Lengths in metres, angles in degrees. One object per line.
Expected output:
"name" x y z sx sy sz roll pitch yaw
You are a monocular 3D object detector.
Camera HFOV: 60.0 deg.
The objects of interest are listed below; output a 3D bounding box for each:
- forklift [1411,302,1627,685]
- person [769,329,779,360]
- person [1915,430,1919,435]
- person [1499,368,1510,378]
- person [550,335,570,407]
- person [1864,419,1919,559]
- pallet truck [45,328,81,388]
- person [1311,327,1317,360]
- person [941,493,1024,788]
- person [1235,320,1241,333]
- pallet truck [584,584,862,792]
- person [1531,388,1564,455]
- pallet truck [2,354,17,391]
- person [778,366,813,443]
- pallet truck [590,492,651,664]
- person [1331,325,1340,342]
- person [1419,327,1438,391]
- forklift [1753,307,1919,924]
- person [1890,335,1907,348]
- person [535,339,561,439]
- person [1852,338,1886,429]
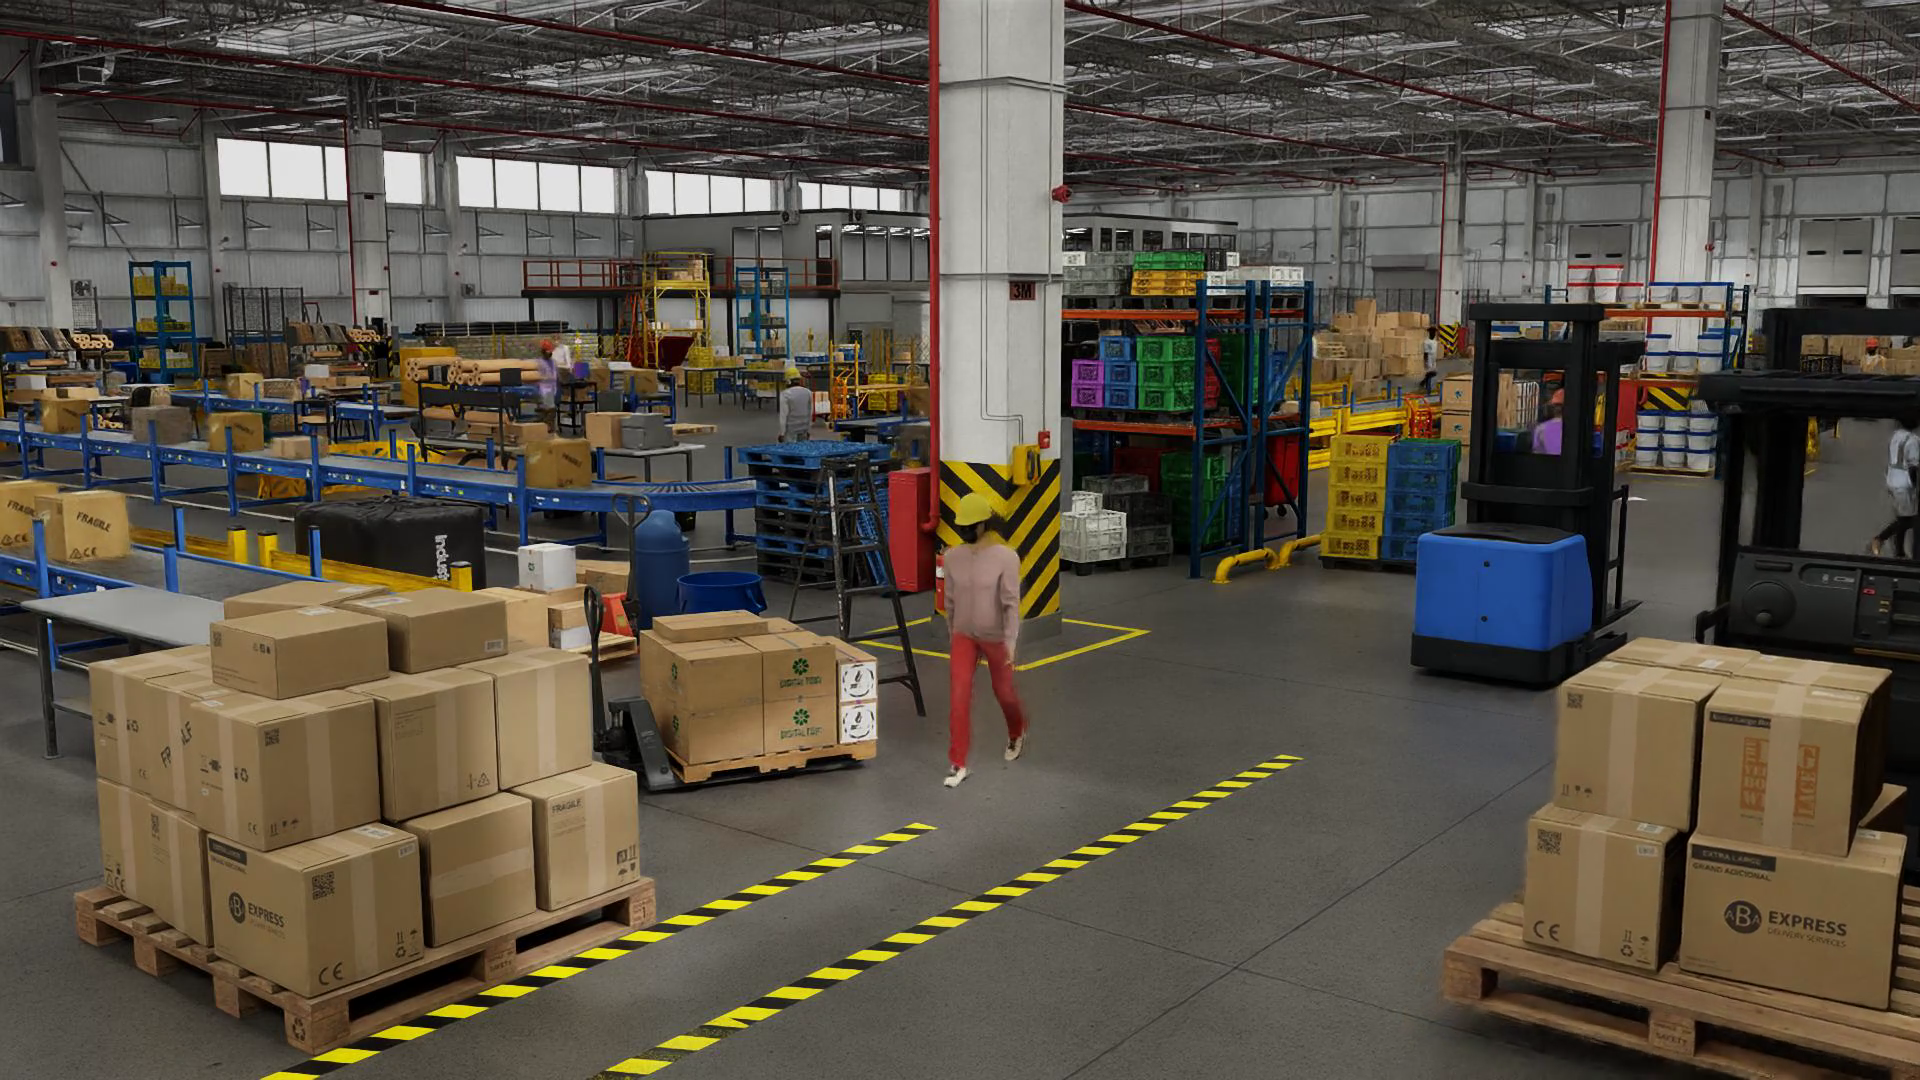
"forklift" 4.379 -0.438 12.852 1.129 2.768 1.873 7 11 37
"person" -6.948 -7.212 62.004 0.329 1.839 0.518 5 10 29
"person" 19.640 -3.048 33.710 0.899 1.899 0.552 -2 9 -16
"person" 12.890 -3.803 39.849 0.513 1.594 0.833 6 11 37
"person" -10.295 -4.341 42.625 0.647 1.860 1.010 -1 8 -4
"person" 10.027 -0.575 17.759 0.544 1.684 0.546 2 9 12
"pallet truck" -23.775 -4.544 43.495 1.885 1.965 0.823 6 10 35
"person" 10.830 -5.637 51.211 0.802 1.900 0.598 3 9 22
"person" 0.156 0.556 10.012 0.524 1.729 0.838 3 9 19
"person" 14.720 -11.154 88.436 0.622 1.888 0.687 -2 9 -14
"pallet truck" -1.426 0.805 10.019 1.601 1.201 0.680 -4 9 -26
"person" 6.278 -0.640 17.514 0.550 1.906 0.610 5 10 29
"pallet truck" -24.881 -4.417 42.634 1.885 1.965 0.823 8 11 41
"person" -2.418 -1.612 24.268 0.404 1.836 0.590 8 12 43
"pallet truck" -3.115 0.344 12.883 0.653 1.274 1.630 7 11 37
"person" 13.794 -7.049 61.287 0.426 1.733 0.497 -2 9 -13
"person" 13.494 -5.170 47.876 0.614 1.951 0.549 -8 11 -42
"forklift" 4.444 0.239 8.287 1.129 2.768 1.873 6 11 37
"person" 30.932 -6.176 54.922 0.329 1.872 0.507 -7 11 -40
"person" -8.087 -2.900 32.377 0.915 2.018 0.614 4 9 25
"person" 19.409 -3.328 35.494 0.354 1.939 0.545 -5 10 -31
